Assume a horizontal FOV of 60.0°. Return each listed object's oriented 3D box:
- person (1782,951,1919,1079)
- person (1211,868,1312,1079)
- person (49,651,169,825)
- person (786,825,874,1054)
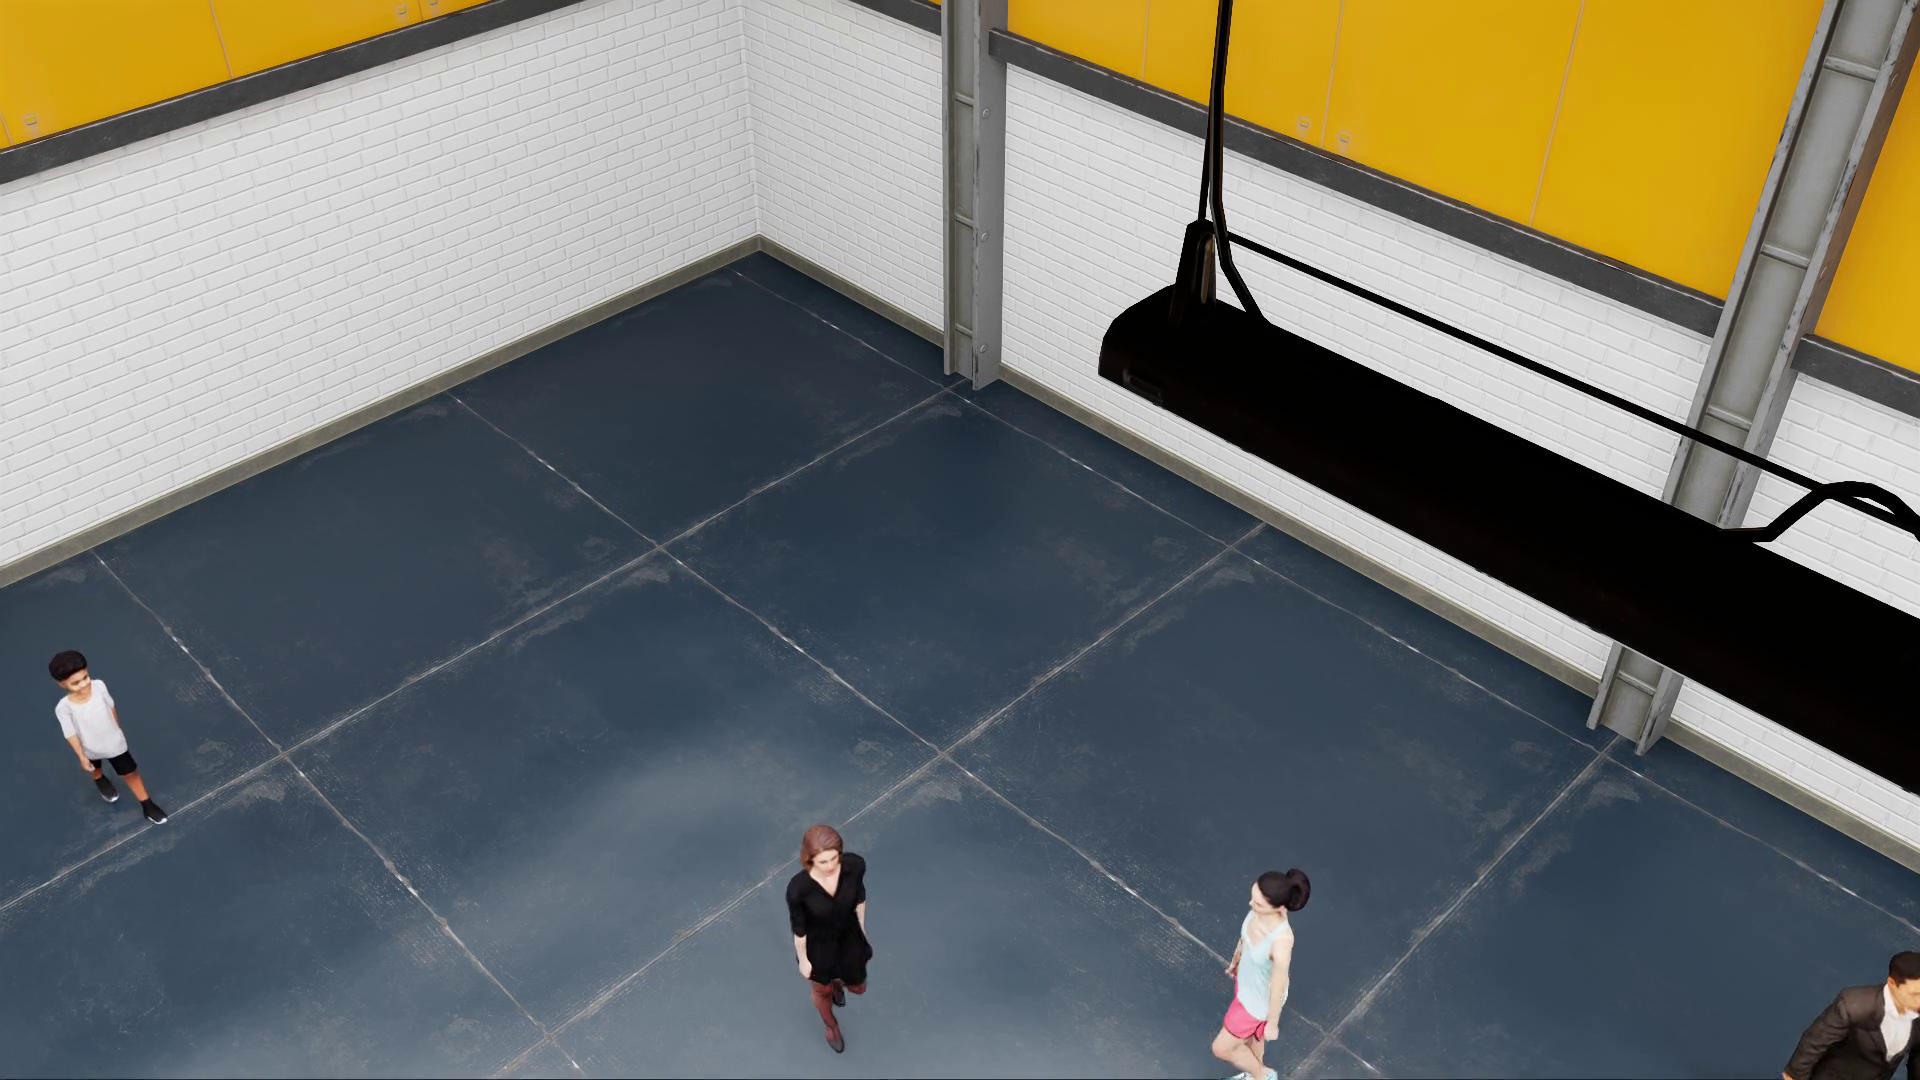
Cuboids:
[{"bbox_3d":[4.186,2.449,7.919,0.851,1.785,0.875,-9,39,-11],"label":"person"},{"bbox_3d":[1.556,2.235,8.213,0.819,1.752,0.751,-3,39,-3],"label":"person"},{"bbox_3d":[-5.219,1.157,9.981,0.882,1.229,0.502,29,47,31],"label":"person"},{"bbox_3d":[-0.711,1.999,8.551,0.698,1.699,0.768,-17,42,-20],"label":"person"}]
